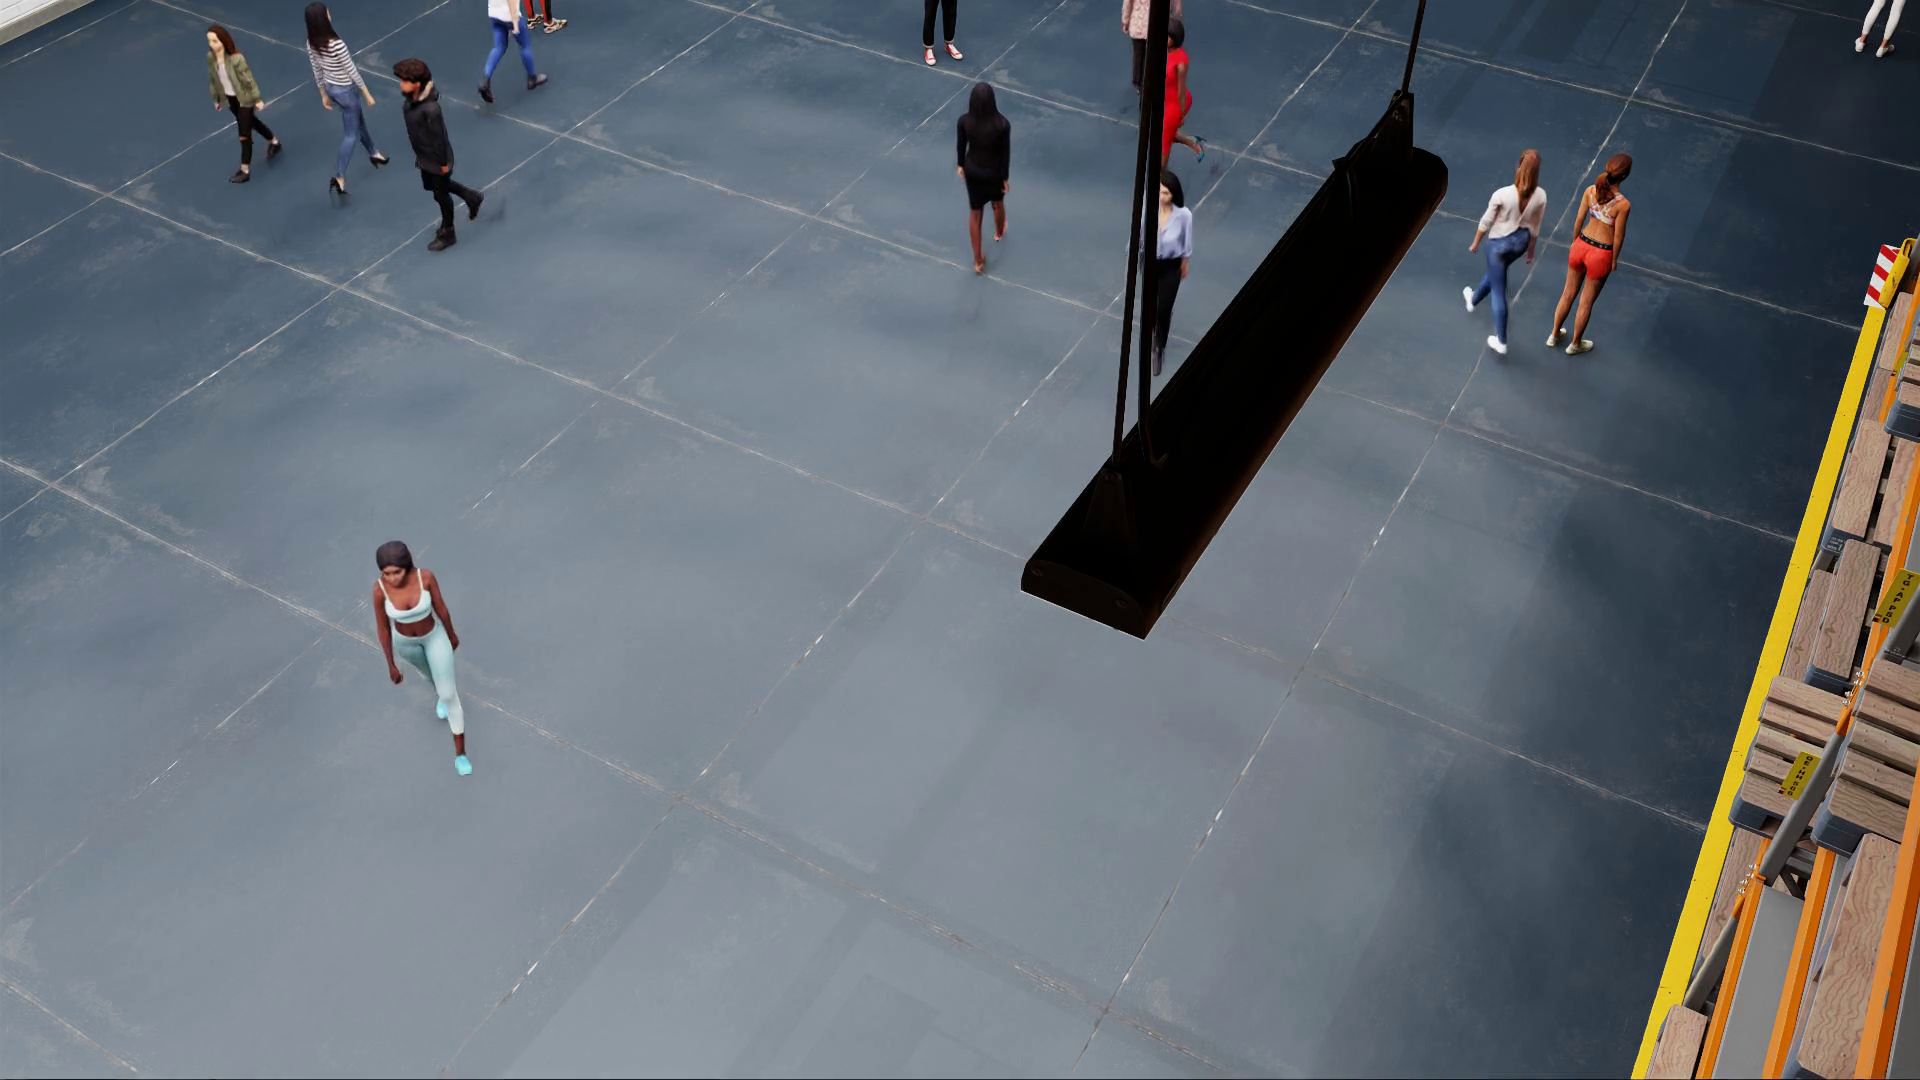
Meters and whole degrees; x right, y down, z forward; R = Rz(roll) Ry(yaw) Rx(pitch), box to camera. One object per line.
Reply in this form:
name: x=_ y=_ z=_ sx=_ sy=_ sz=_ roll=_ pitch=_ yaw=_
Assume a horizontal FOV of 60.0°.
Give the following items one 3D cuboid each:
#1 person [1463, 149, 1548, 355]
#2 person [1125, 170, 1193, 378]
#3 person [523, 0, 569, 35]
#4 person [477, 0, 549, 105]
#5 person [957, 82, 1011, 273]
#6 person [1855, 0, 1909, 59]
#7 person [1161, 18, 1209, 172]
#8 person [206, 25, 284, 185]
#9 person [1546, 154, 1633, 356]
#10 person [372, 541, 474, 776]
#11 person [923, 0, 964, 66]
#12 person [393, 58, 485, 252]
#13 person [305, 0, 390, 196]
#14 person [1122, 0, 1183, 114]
person: x=4.432 y=-2.289 z=13.407 sx=1.070 sy=1.683 sz=1.188 roll=-7 pitch=44 yaw=-7
person: x=1.613 y=-2.230 z=13.316 sx=0.804 sy=1.723 sz=0.939 roll=9 pitch=44 yaw=10
person: x=-4.536 y=-6.248 z=17.473 sx=0.609 sy=1.807 sz=0.526 roll=23 pitch=48 yaw=22
person: x=-4.530 y=-5.071 z=16.350 sx=0.593 sy=1.652 sz=1.046 roll=24 pitch=48 yaw=23
person: x=0.188 y=-3.073 z=14.222 sx=0.844 sy=1.694 sz=1.069 roll=8 pitch=44 yaw=8
person: x=9.677 y=-5.817 z=17.096 sx=0.637 sy=1.702 sz=0.550 roll=27 pitch=50 yaw=26
person: x=2.006 y=-3.951 z=15.133 sx=1.035 sy=1.709 sz=0.836 roll=-26 pitch=49 yaw=-25
person: x=-6.676 y=-4.118 z=15.505 sx=0.709 sy=1.438 sz=1.041 roll=15 pitch=46 yaw=15
person: x=5.061 y=-2.281 z=13.320 sx=0.661 sy=1.791 sz=0.644 roll=-31 pitch=51 yaw=-28
person: x=-3.362 y=0.593 z=10.382 sx=1.065 sy=1.683 sz=1.143 roll=-11 pitch=45 yaw=-12
person: x=-0.200 y=-5.780 z=17.015 sx=0.756 sy=1.761 sz=0.846 roll=-16 pitch=46 yaw=-16
person: x=-4.543 y=-3.406 z=14.519 sx=0.999 sy=1.767 sz=0.781 roll=-34 pitch=53 yaw=-31
person: x=-5.634 y=-3.968 z=15.114 sx=0.605 sy=1.760 sz=1.072 roll=20 pitch=47 yaw=20
person: x=1.824 y=-4.960 z=16.141 sx=0.806 sy=1.778 sz=1.057 roll=16 pitch=46 yaw=16
